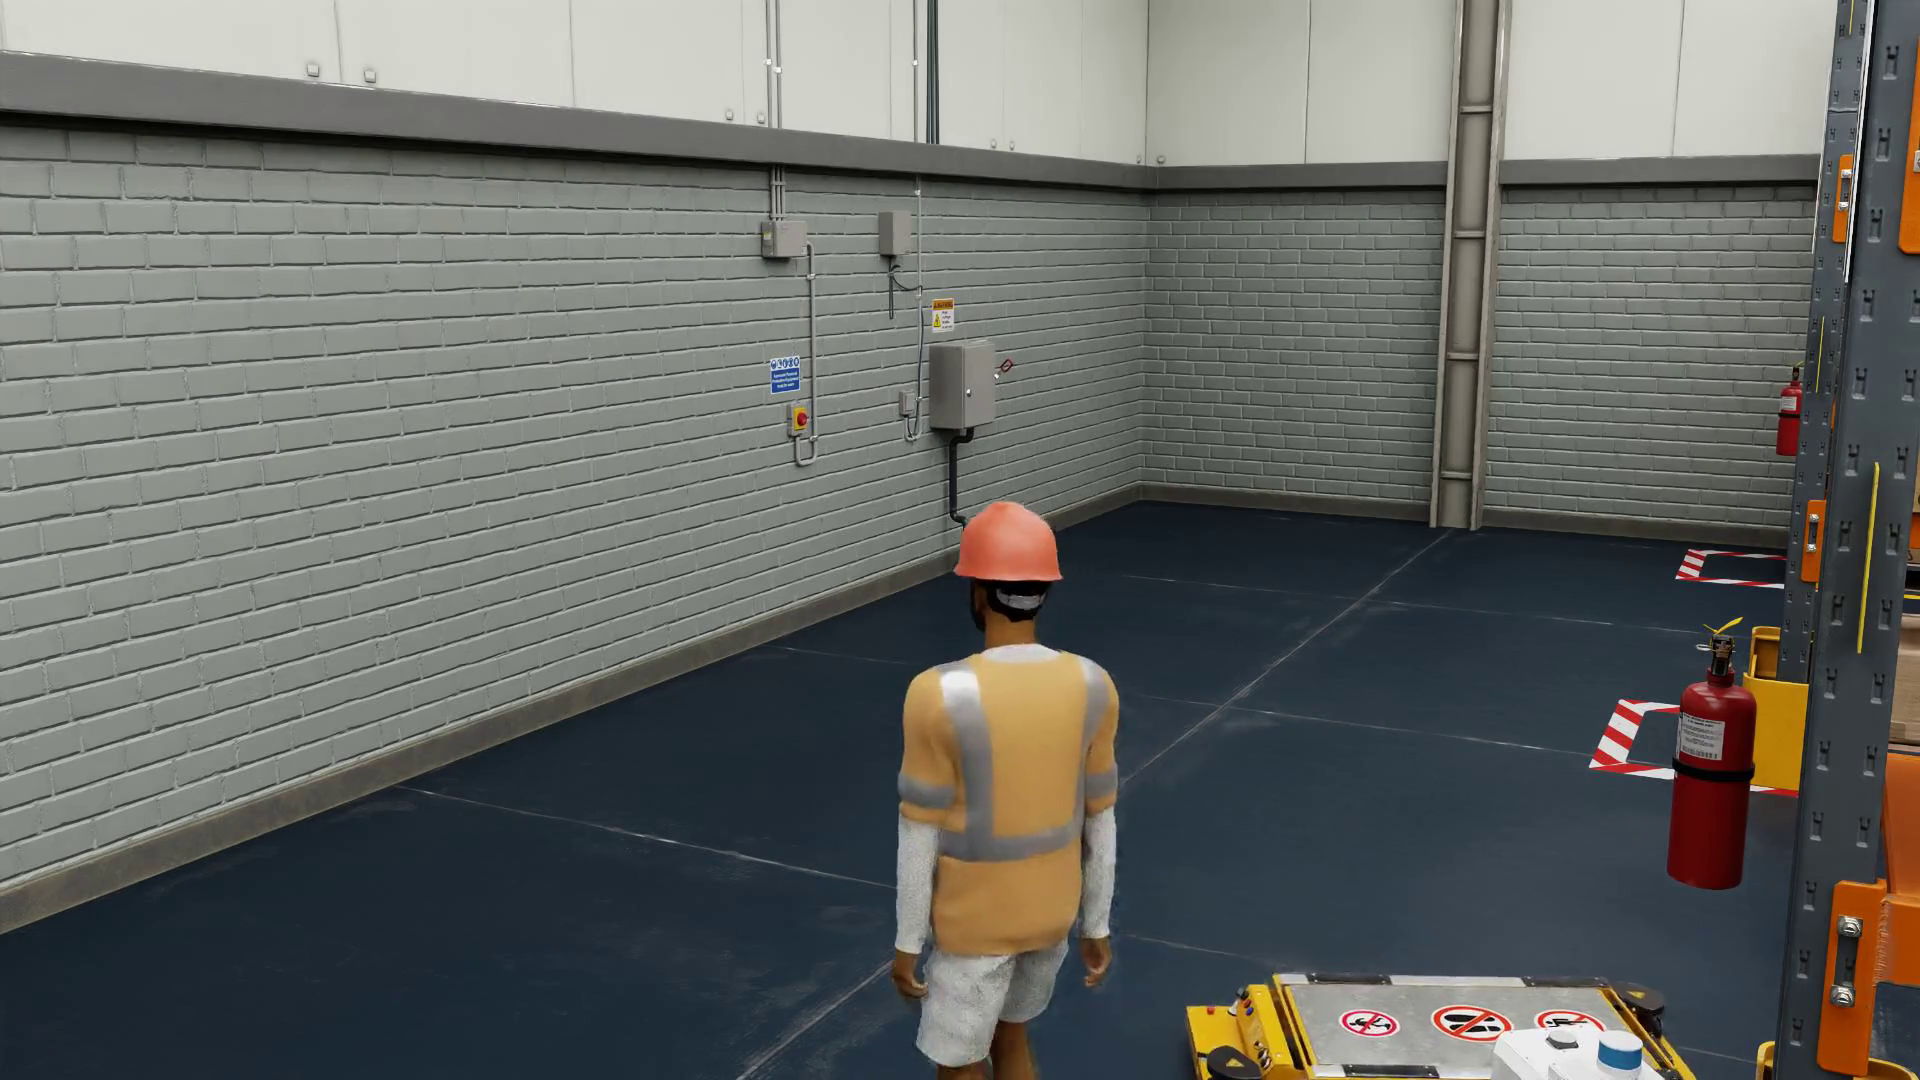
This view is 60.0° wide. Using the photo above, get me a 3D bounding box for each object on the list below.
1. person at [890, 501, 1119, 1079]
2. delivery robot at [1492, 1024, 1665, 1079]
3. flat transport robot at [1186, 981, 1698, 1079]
[{"bbox_3d":[0.135,0.869,3.850,0.553,1.908,0.742,-6,12,-31],"label":"person"},{"bbox_3d":[1.615,1.456,4.102,0.477,0.478,0.707,-2,11,-10],"label":"delivery robot"},{"bbox_3d":[1.412,1.505,4.865,1.431,0.197,0.652,0,10,2],"label":"flat transport robot"}]
